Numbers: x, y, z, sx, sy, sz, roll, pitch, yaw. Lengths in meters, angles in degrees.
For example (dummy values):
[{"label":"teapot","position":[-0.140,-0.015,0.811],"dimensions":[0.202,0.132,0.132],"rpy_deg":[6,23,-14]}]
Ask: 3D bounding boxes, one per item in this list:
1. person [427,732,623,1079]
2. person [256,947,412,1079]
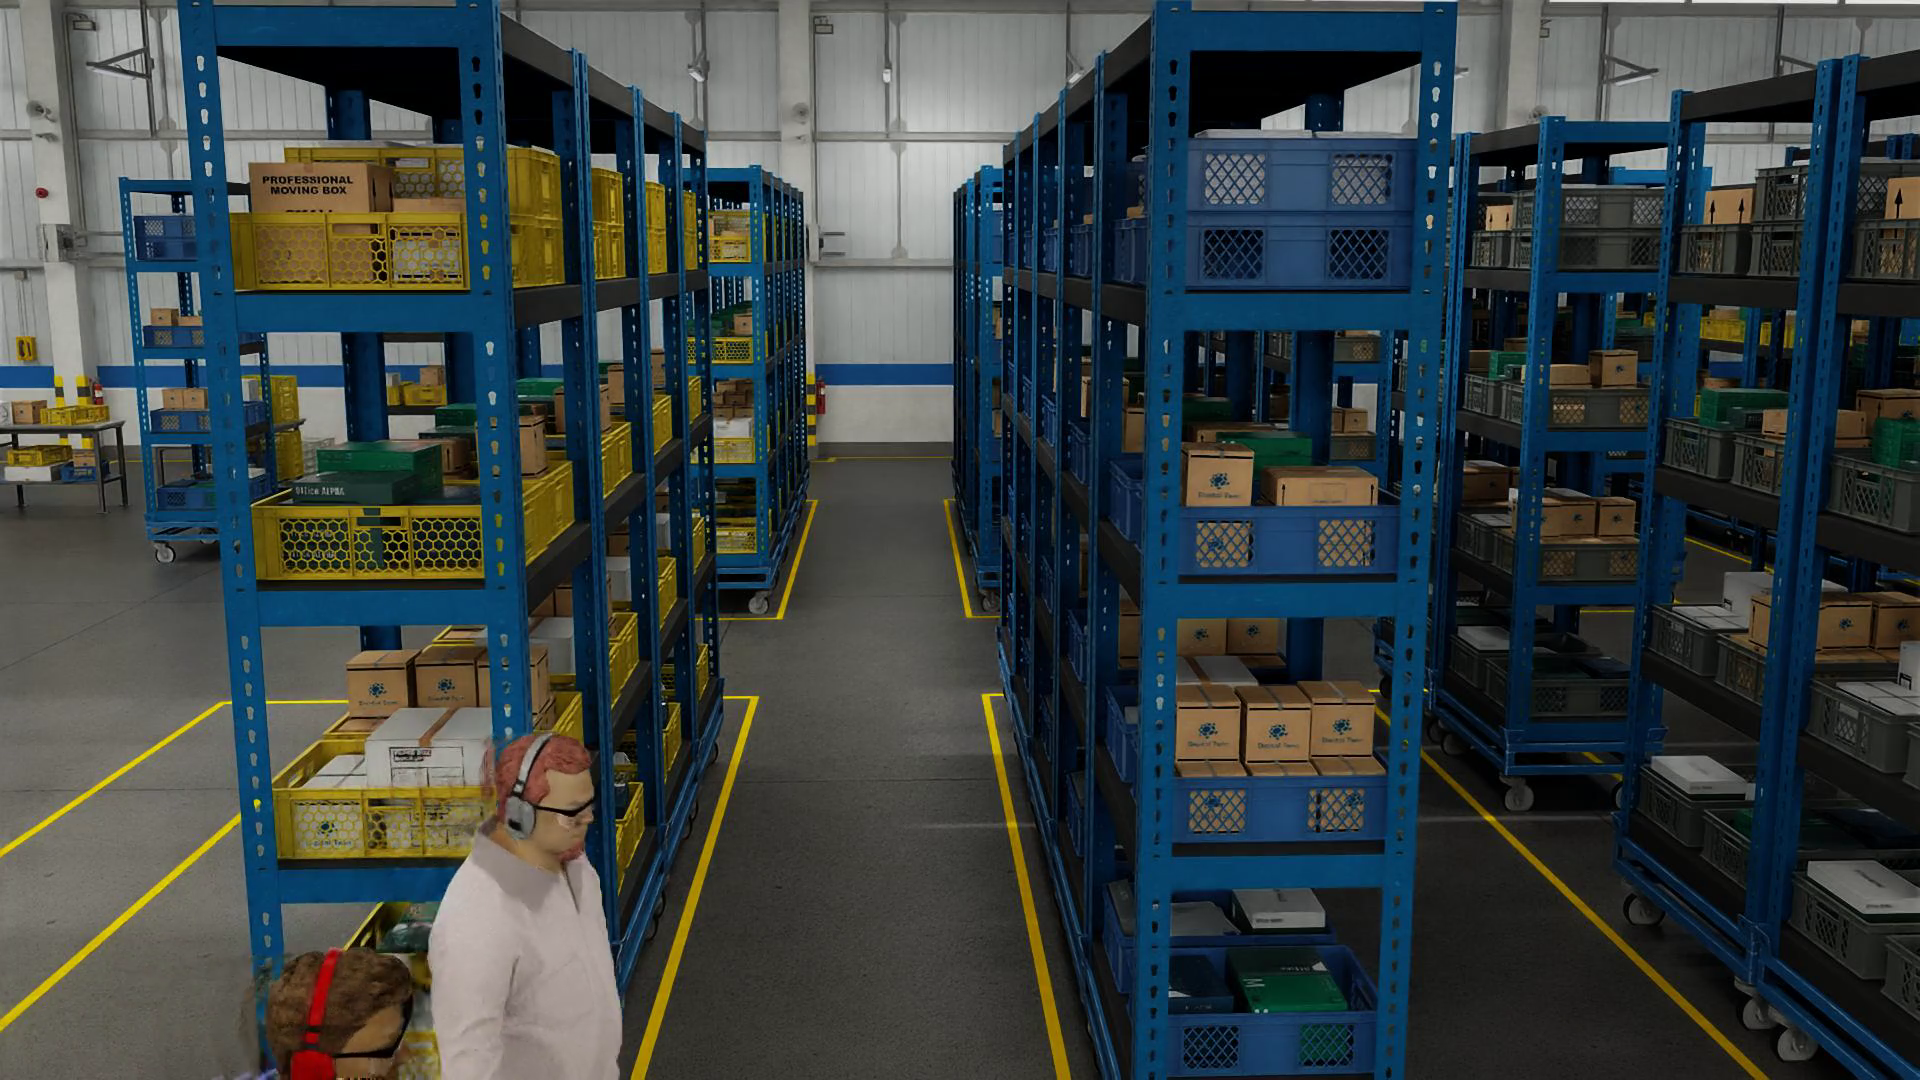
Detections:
[{"label":"person","position":[-1.093,1.352,3.945],"dimensions":[0.776,1.877,0.653],"rpy_deg":[0,10,2]},{"label":"person","position":[-1.088,1.570,2.881],"dimensions":[0.554,1.816,0.575],"rpy_deg":[-3,10,-16]}]
